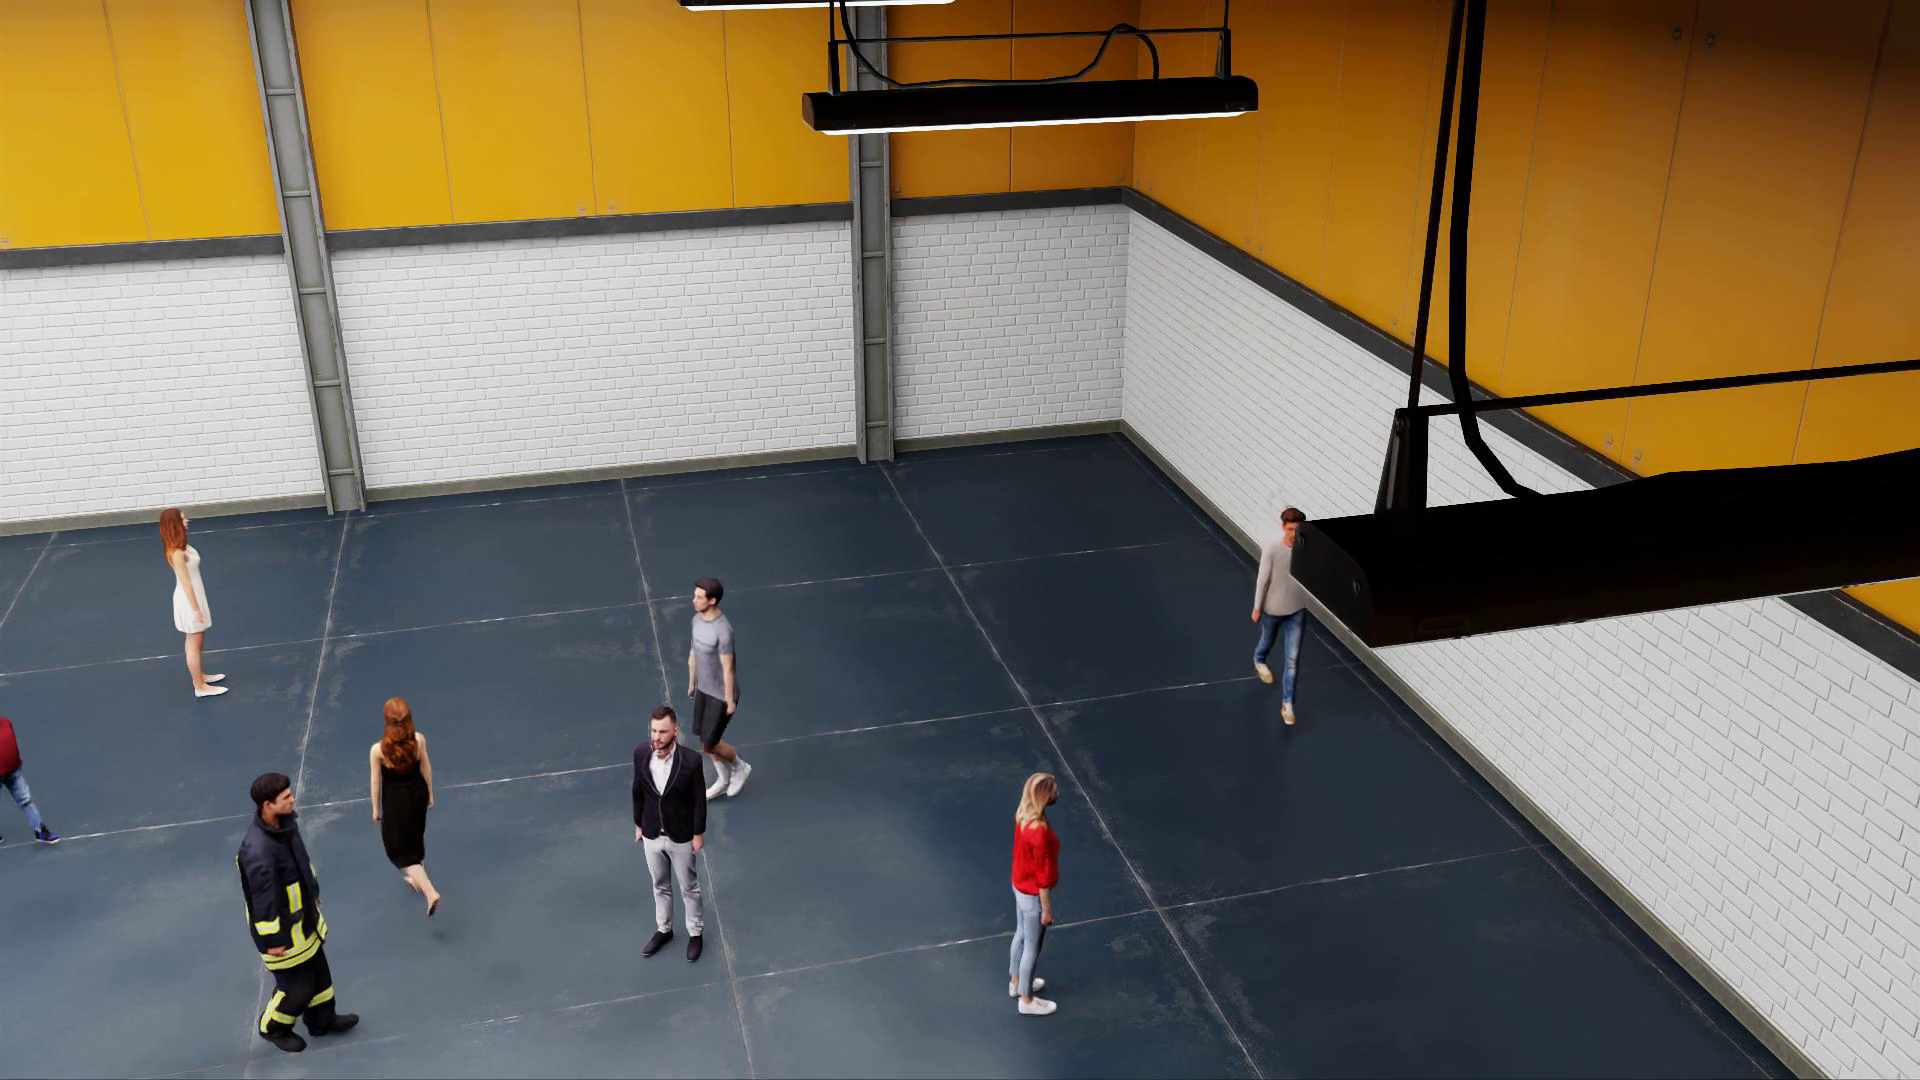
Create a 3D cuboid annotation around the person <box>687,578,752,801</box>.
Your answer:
[{"bbox_3d":[-1.791,1.140,12.749,0.844,1.853,0.803,-17,29,-34],"label":"person"}]

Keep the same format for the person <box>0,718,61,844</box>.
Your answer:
[{"bbox_3d":[-7.119,1.698,12.241,0.942,1.238,0.817,9,25,19],"label":"person"}]

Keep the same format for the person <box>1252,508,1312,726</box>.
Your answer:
[{"bbox_3d":[2.730,0.549,14.113,1.287,1.845,0.928,-2,24,-4],"label":"person"}]

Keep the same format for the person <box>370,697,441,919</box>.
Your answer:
[{"bbox_3d":[-3.785,1.855,11.427,0.962,1.602,0.915,-21,31,-40],"label":"person"}]

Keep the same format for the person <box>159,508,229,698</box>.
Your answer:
[{"bbox_3d":[-6.650,0.523,14.337,0.578,1.712,0.591,-11,26,-23],"label":"person"}]

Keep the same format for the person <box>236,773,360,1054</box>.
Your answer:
[{"bbox_3d":[-4.146,2.272,10.080,0.877,1.917,0.904,-1,24,-2],"label":"person"}]

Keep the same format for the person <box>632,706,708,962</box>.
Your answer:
[{"bbox_3d":[-1.907,1.915,10.987,0.672,1.845,0.800,5,24,12],"label":"person"}]

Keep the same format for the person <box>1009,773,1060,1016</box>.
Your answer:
[{"bbox_3d":[0.455,2.211,10.486,0.492,1.704,0.615,-6,24,-14],"label":"person"}]
